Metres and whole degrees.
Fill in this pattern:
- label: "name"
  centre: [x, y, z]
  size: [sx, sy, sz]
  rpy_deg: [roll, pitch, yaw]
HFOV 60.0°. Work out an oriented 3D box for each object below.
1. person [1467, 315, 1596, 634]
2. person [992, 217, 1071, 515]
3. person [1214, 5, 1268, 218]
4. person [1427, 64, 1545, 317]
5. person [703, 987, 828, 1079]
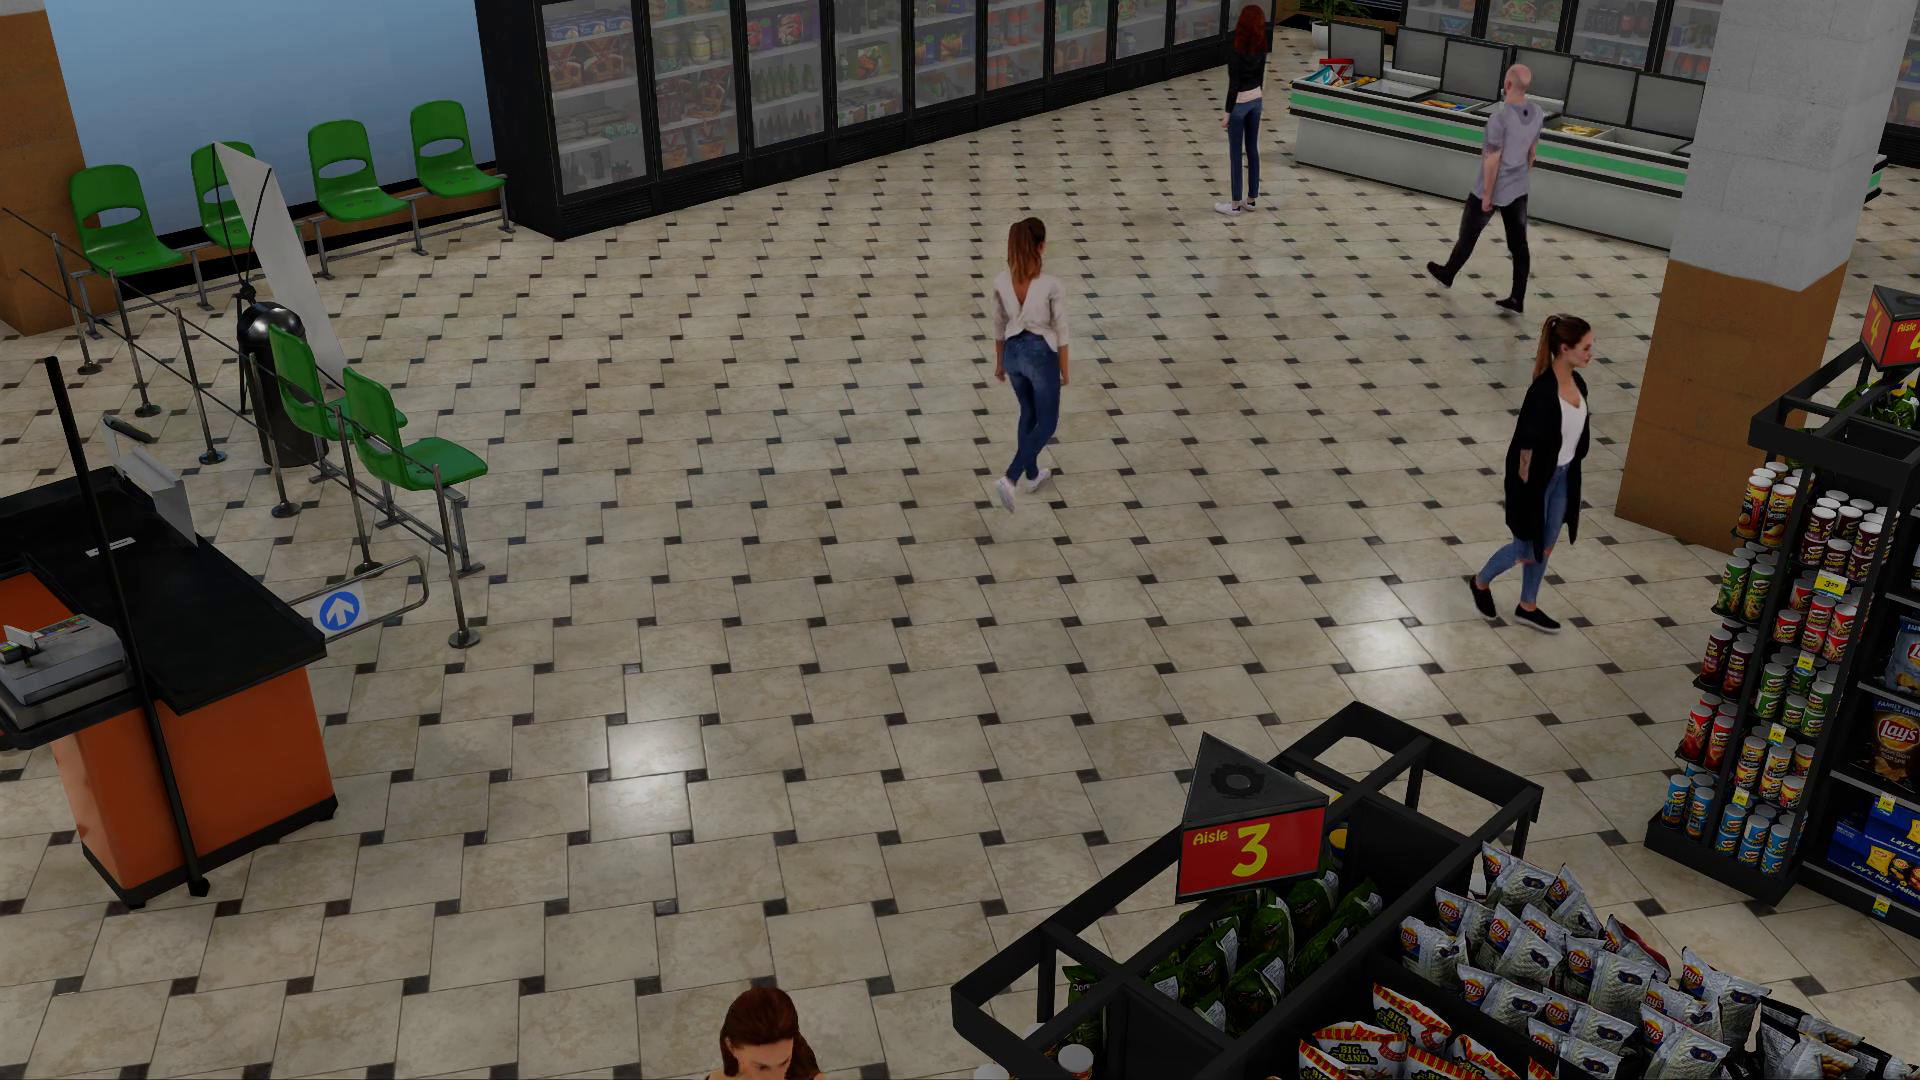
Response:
- label: "person"
  centre: [2.837, -0.322, 8.281]
  size: [0.673, 1.677, 0.714]
  rpy_deg: [-22, 36, -35]
- label: "person"
  centre: [0.373, -0.953, 9.409]
  size: [0.972, 1.704, 0.797]
  rpy_deg: [17, 33, 28]
- label: "person"
  centre: [2.452, -3.711, 14.375]
  size: [0.598, 1.787, 0.553]
  rpy_deg: [-20, 35, -32]
- label: "person"
  centre: [4.029, -2.507, 12.182]
  size: [1.000, 1.775, 1.323]
  rpy_deg: [-12, 31, -20]
- label: "person"
  centre: [-0.480, 1.785, 4.507]
  size: [0.973, 1.596, 1.061]
  rpy_deg: [0, 29, -1]
